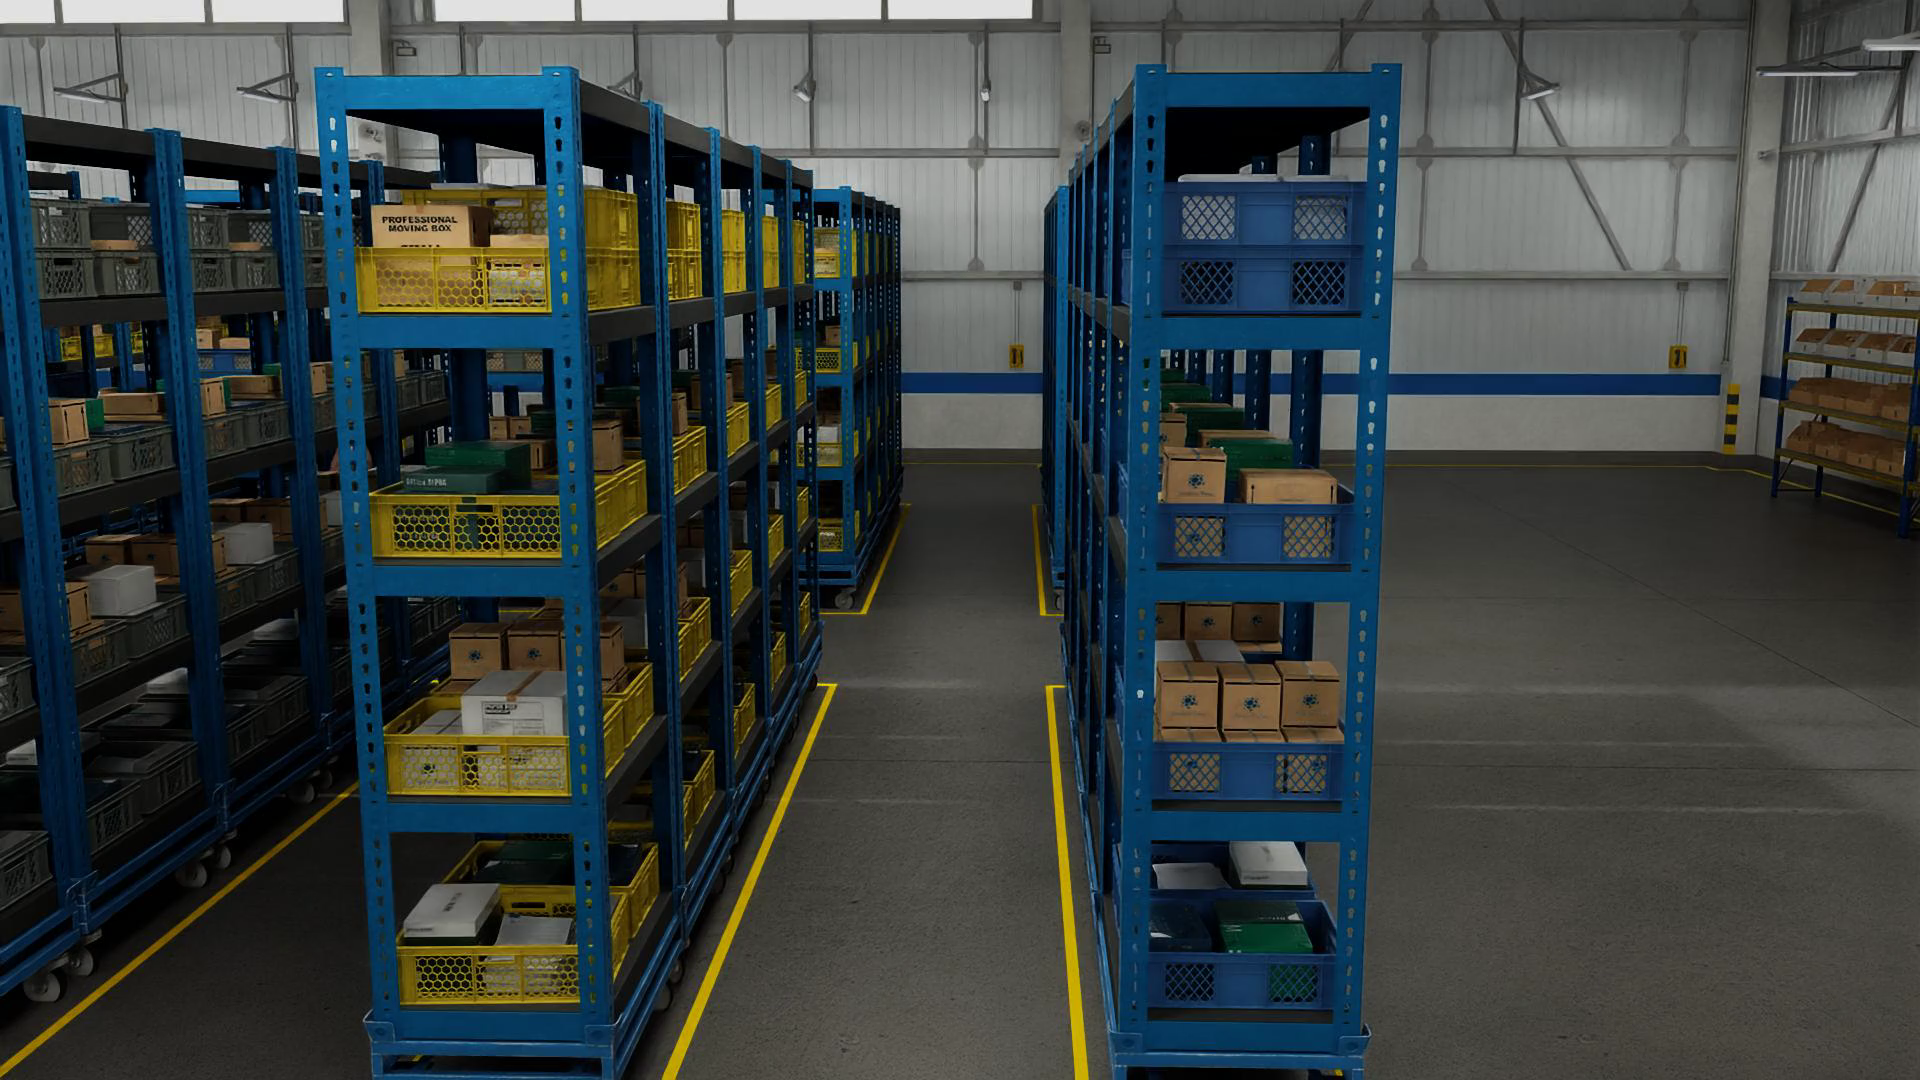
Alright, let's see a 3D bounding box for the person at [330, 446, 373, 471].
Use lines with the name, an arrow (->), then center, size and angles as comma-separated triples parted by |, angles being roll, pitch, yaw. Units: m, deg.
person -> -4.690, -0.138, 12.814 | 0.375, 1.997, 0.612 | -5, 11, -25
